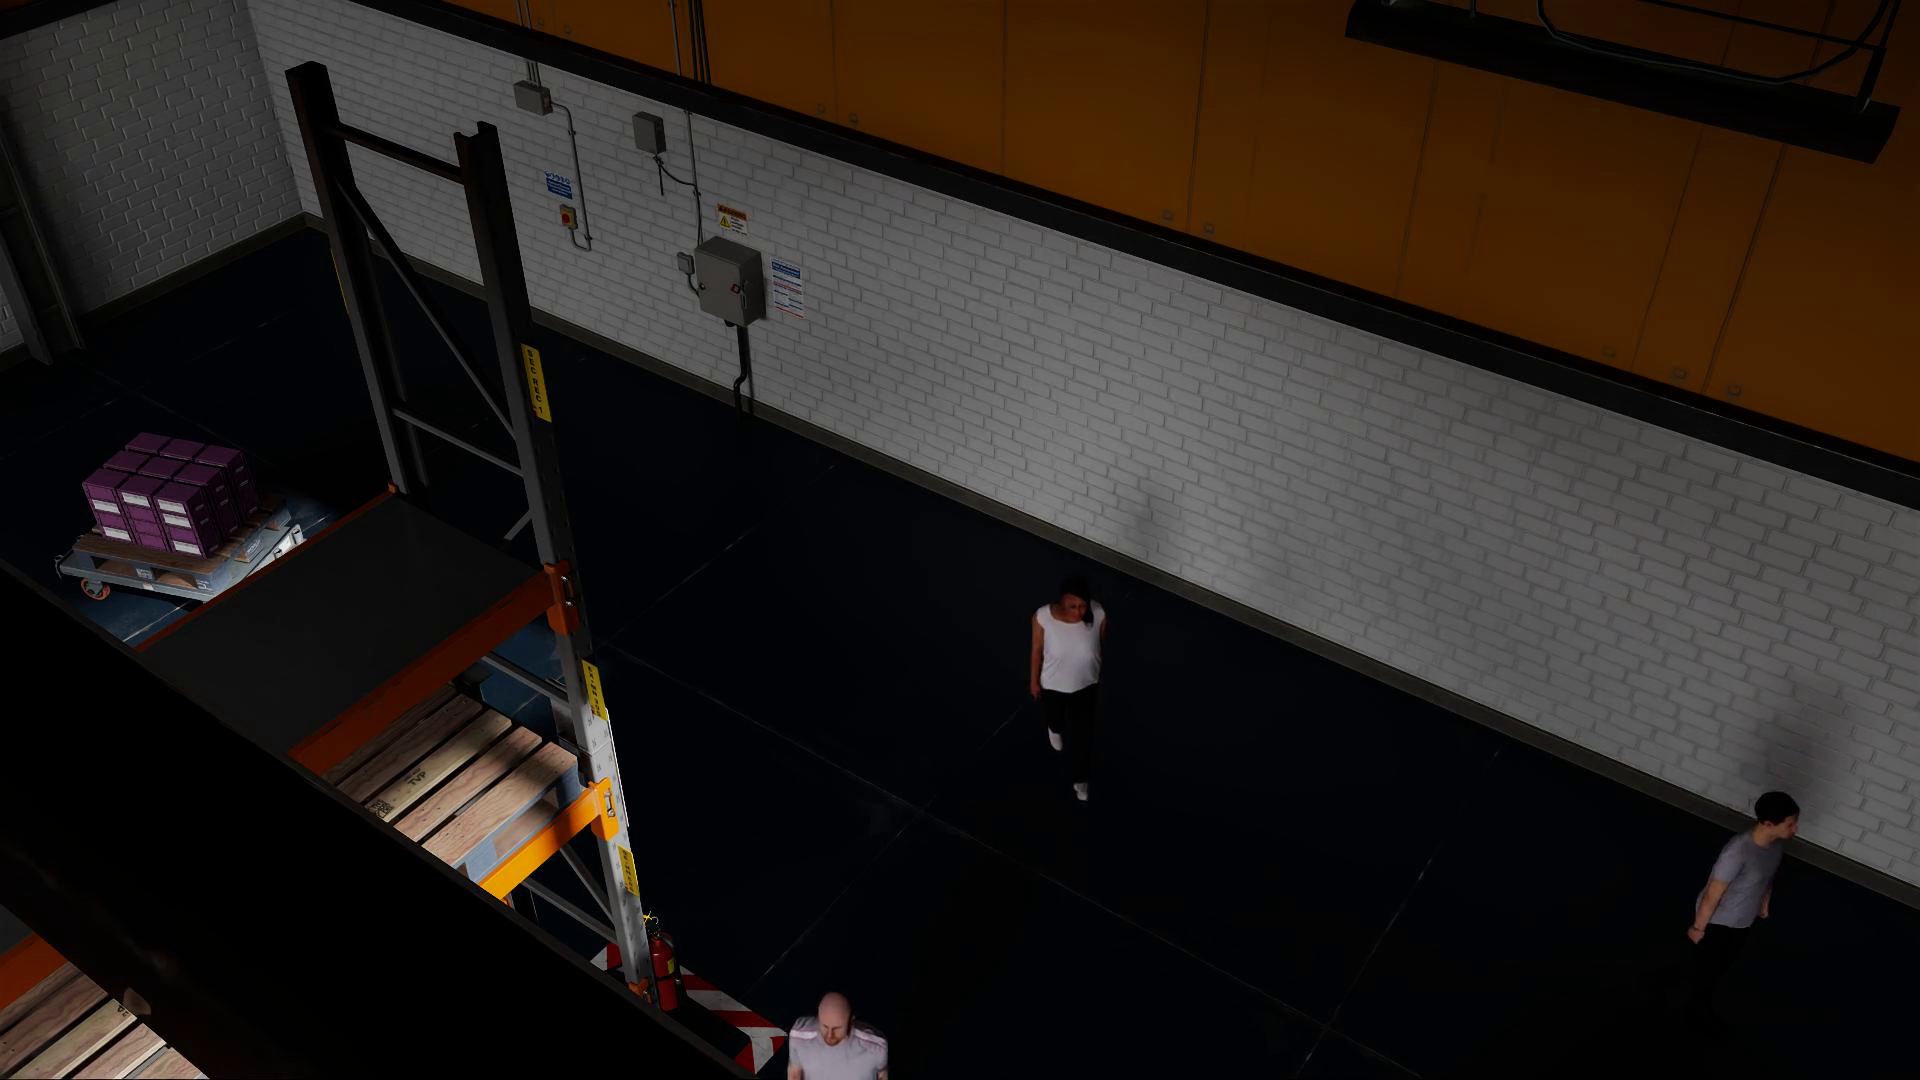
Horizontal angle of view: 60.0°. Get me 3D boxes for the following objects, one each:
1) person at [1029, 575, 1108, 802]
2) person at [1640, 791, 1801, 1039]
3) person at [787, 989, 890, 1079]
[{"bbox_3d":[0.719,0.867,11.148,1.068,1.645,1.179,-2,39,-3],"label":"person"},{"bbox_3d":[4.305,2.080,9.460,0.860,1.857,0.931,-22,43,-25],"label":"person"},{"bbox_3d":[-0.580,2.829,8.577,0.916,1.788,1.292,12,40,14],"label":"person"}]
